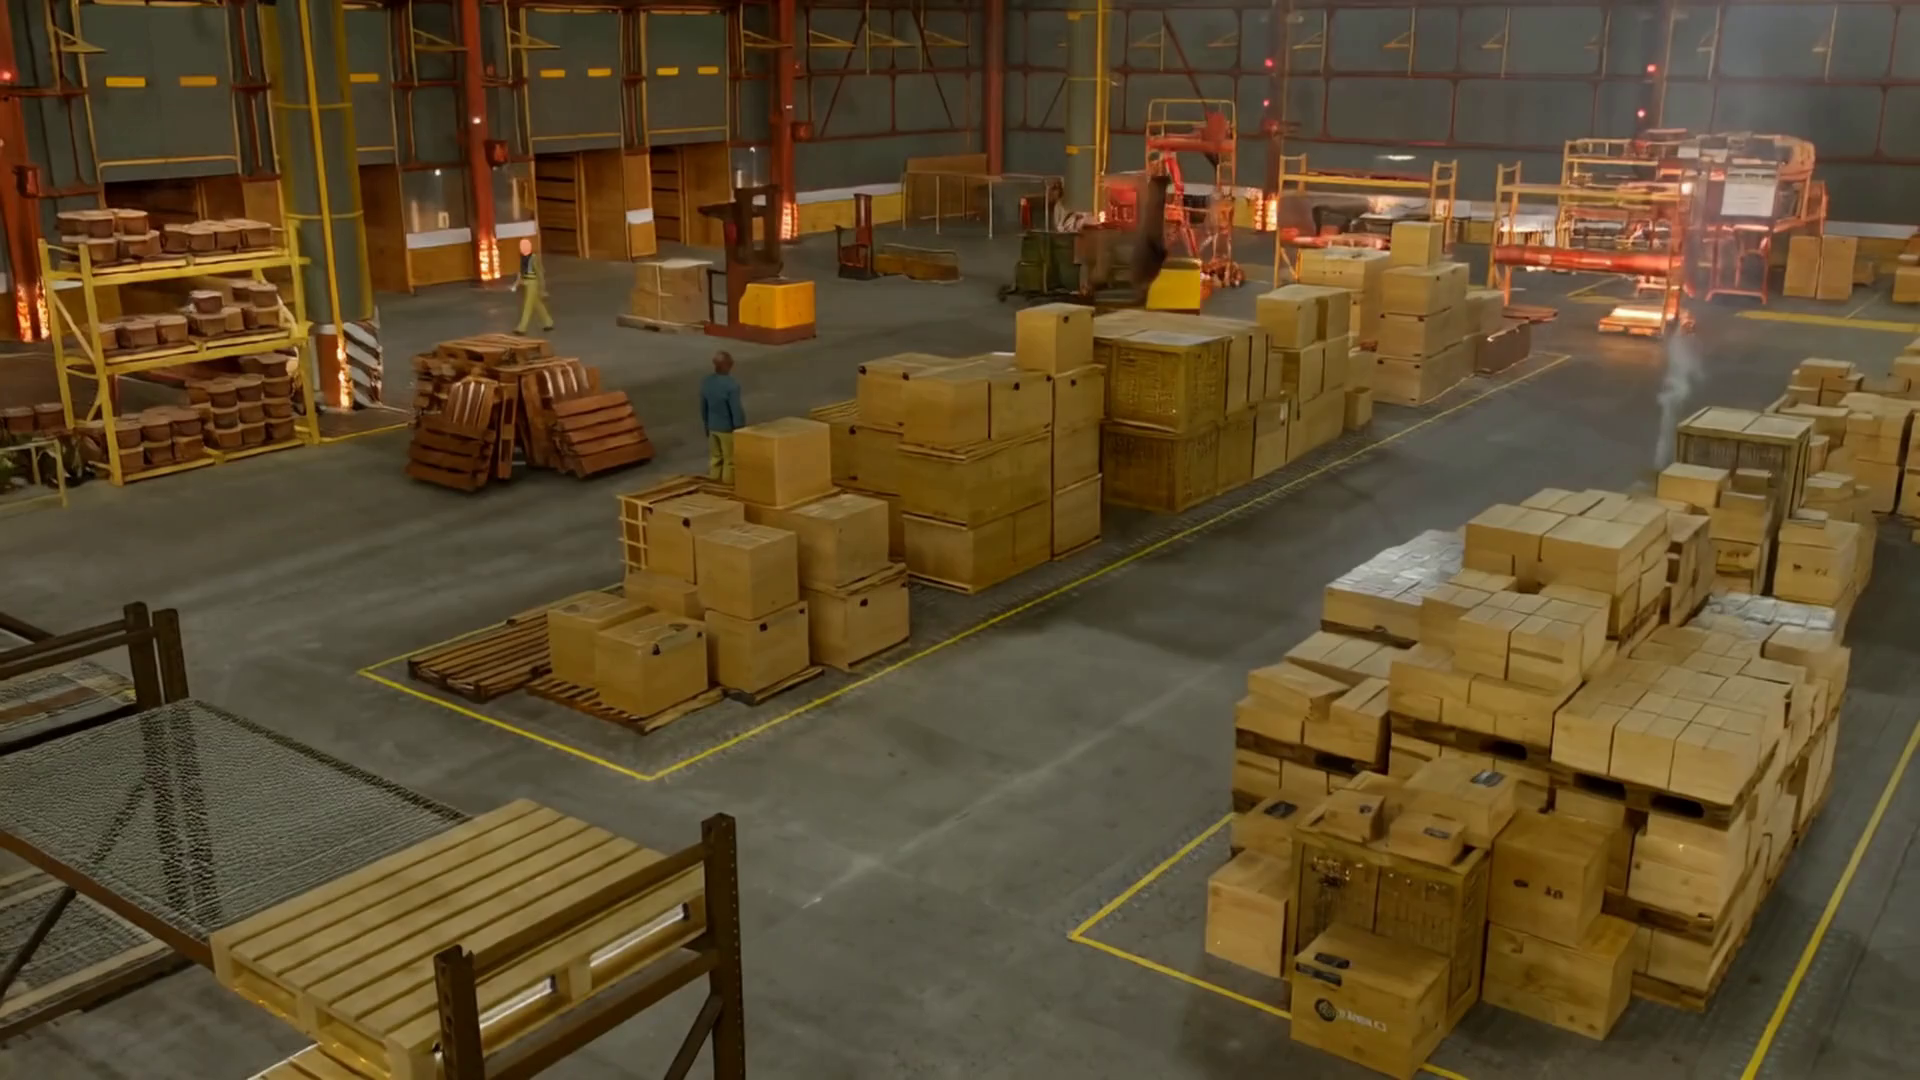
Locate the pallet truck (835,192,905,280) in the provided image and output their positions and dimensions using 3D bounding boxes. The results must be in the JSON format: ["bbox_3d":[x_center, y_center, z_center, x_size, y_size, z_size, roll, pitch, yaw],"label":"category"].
[{"bbox_3d":[-1.936,-7.159,38.982,1.885,1.965,0.823,-12,21,-34],"label":"pallet truck"}]

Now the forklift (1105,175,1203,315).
[{"bbox_3d":[3.861,-5.750,32.815,1.873,2.768,1.129,3,17,10],"label":"forklift"}]

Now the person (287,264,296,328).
[{"bbox_3d":[-12.763,-4.908,32.225,0.519,1.588,0.866,10,19,29],"label":"person"}]

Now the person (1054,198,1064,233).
[{"bbox_3d":[2.614,-7.681,40.812,0.637,1.938,0.355,12,21,35],"label":"person"}]

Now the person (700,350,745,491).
[{"bbox_3d":[-2.772,-1.274,19.597,0.637,1.938,0.355,12,21,35],"label":"person"}]

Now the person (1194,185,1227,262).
[{"bbox_3d":[6.323,-7.963,41.807,0.807,1.916,0.547,5,18,17],"label":"person"}]

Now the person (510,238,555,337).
[{"bbox_3d":[-8.086,-4.765,31.354,0.983,1.837,0.583,-13,21,-36],"label":"person"}]

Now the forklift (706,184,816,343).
[{"bbox_3d":[-3.717,-5.181,30.929,1.873,2.768,1.129,12,21,35],"label":"forklift"}]
